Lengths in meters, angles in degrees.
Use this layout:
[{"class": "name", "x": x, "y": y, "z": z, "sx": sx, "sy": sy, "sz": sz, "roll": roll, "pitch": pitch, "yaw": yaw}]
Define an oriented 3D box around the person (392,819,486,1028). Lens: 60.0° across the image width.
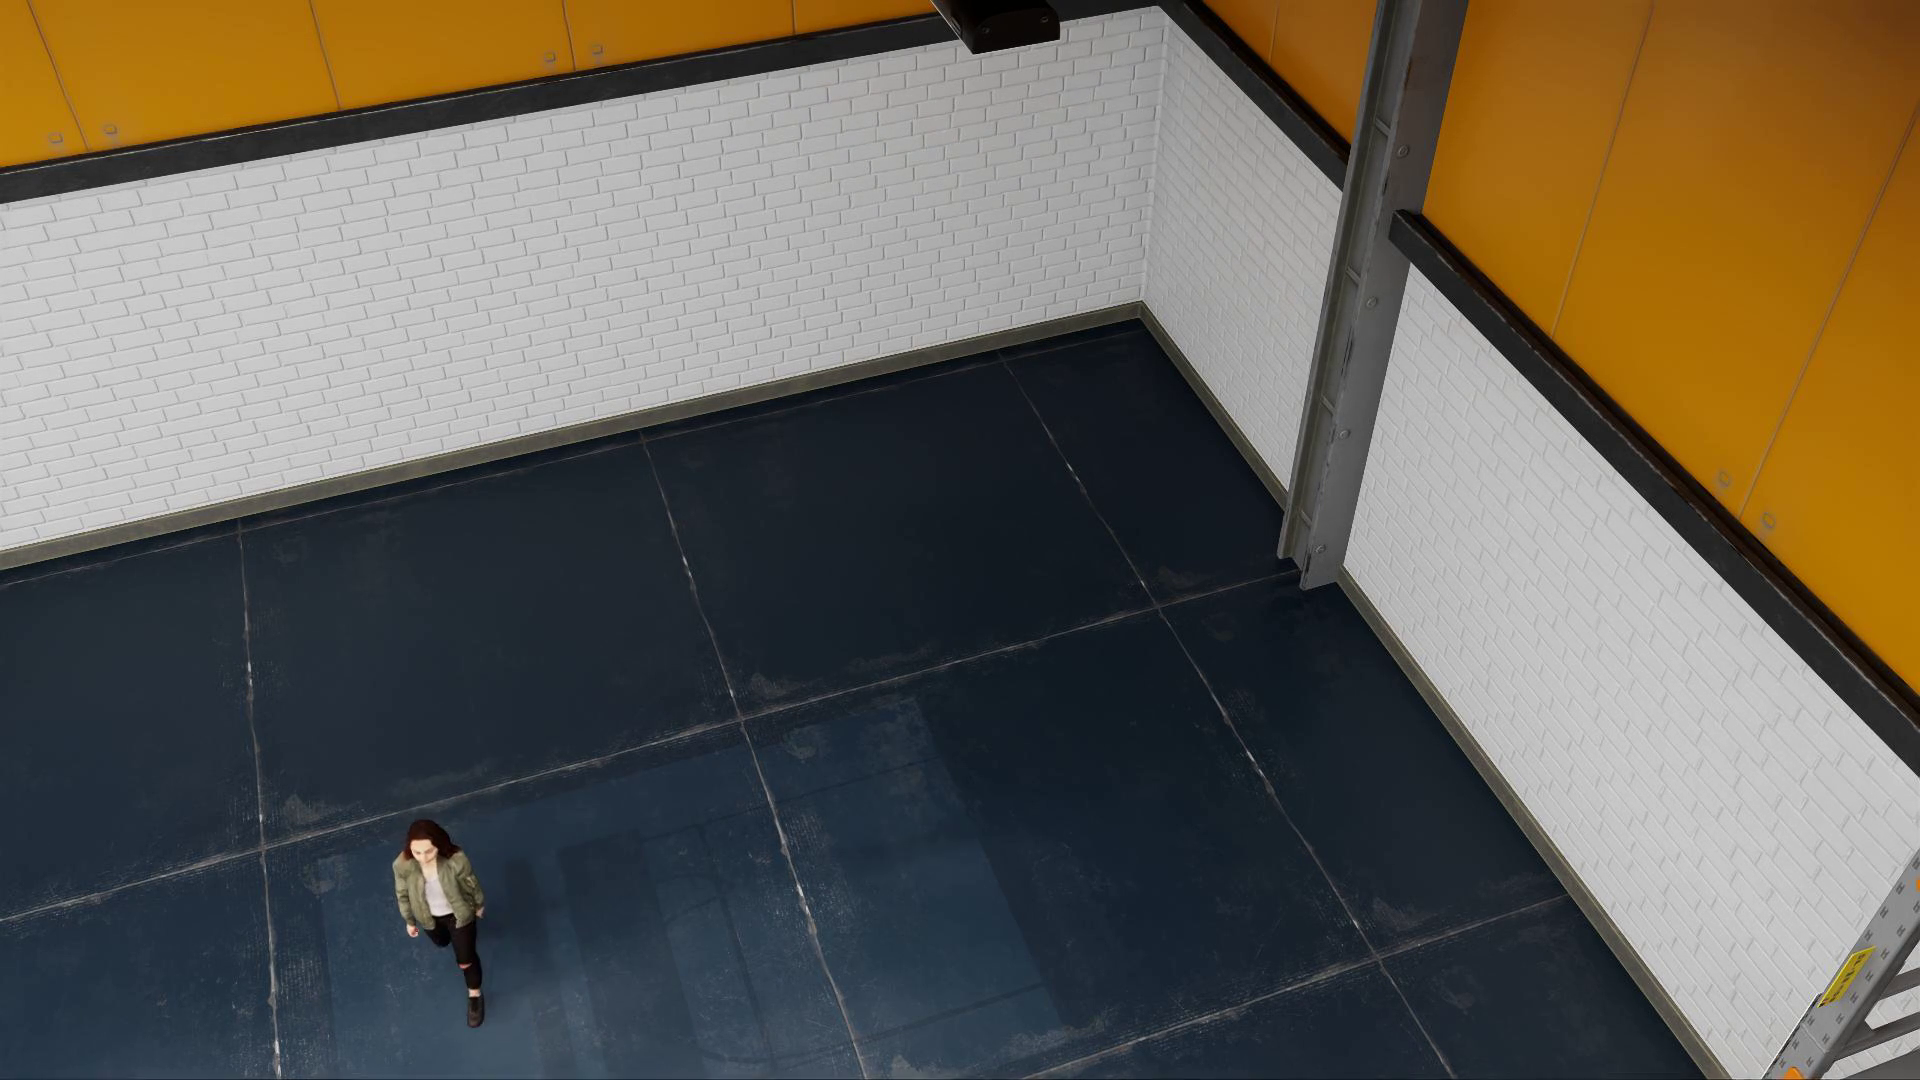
[{"class": "person", "x": -2.780, "y": 1.957, "z": 9.013, "sx": 0.773, "sy": 1.455, "sz": 1.021, "roll": -1, "pitch": 44, "yaw": -1}]
